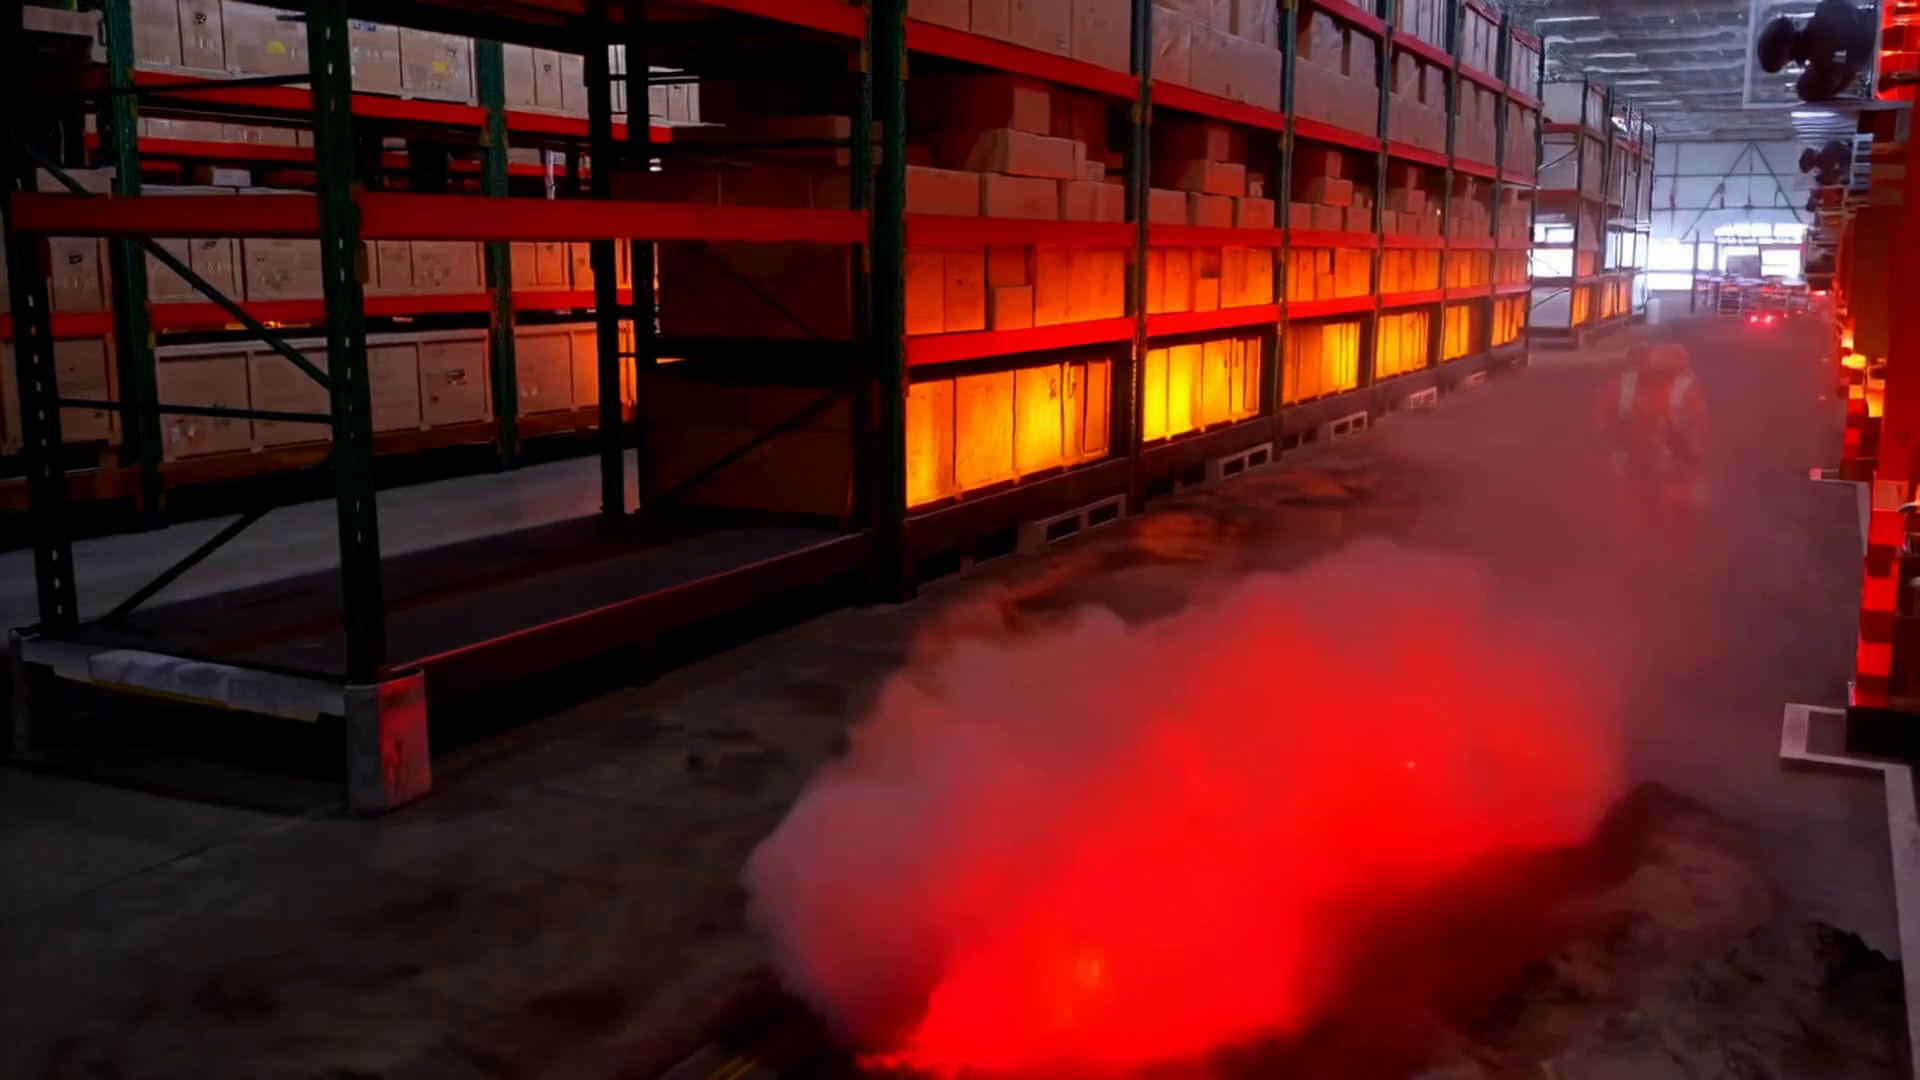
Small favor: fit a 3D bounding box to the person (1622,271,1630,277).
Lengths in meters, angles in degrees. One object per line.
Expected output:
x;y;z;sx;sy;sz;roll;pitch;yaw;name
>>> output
30.490;-11.933;76.319;0.736;1.884;0.451;-2;10;-10;person
